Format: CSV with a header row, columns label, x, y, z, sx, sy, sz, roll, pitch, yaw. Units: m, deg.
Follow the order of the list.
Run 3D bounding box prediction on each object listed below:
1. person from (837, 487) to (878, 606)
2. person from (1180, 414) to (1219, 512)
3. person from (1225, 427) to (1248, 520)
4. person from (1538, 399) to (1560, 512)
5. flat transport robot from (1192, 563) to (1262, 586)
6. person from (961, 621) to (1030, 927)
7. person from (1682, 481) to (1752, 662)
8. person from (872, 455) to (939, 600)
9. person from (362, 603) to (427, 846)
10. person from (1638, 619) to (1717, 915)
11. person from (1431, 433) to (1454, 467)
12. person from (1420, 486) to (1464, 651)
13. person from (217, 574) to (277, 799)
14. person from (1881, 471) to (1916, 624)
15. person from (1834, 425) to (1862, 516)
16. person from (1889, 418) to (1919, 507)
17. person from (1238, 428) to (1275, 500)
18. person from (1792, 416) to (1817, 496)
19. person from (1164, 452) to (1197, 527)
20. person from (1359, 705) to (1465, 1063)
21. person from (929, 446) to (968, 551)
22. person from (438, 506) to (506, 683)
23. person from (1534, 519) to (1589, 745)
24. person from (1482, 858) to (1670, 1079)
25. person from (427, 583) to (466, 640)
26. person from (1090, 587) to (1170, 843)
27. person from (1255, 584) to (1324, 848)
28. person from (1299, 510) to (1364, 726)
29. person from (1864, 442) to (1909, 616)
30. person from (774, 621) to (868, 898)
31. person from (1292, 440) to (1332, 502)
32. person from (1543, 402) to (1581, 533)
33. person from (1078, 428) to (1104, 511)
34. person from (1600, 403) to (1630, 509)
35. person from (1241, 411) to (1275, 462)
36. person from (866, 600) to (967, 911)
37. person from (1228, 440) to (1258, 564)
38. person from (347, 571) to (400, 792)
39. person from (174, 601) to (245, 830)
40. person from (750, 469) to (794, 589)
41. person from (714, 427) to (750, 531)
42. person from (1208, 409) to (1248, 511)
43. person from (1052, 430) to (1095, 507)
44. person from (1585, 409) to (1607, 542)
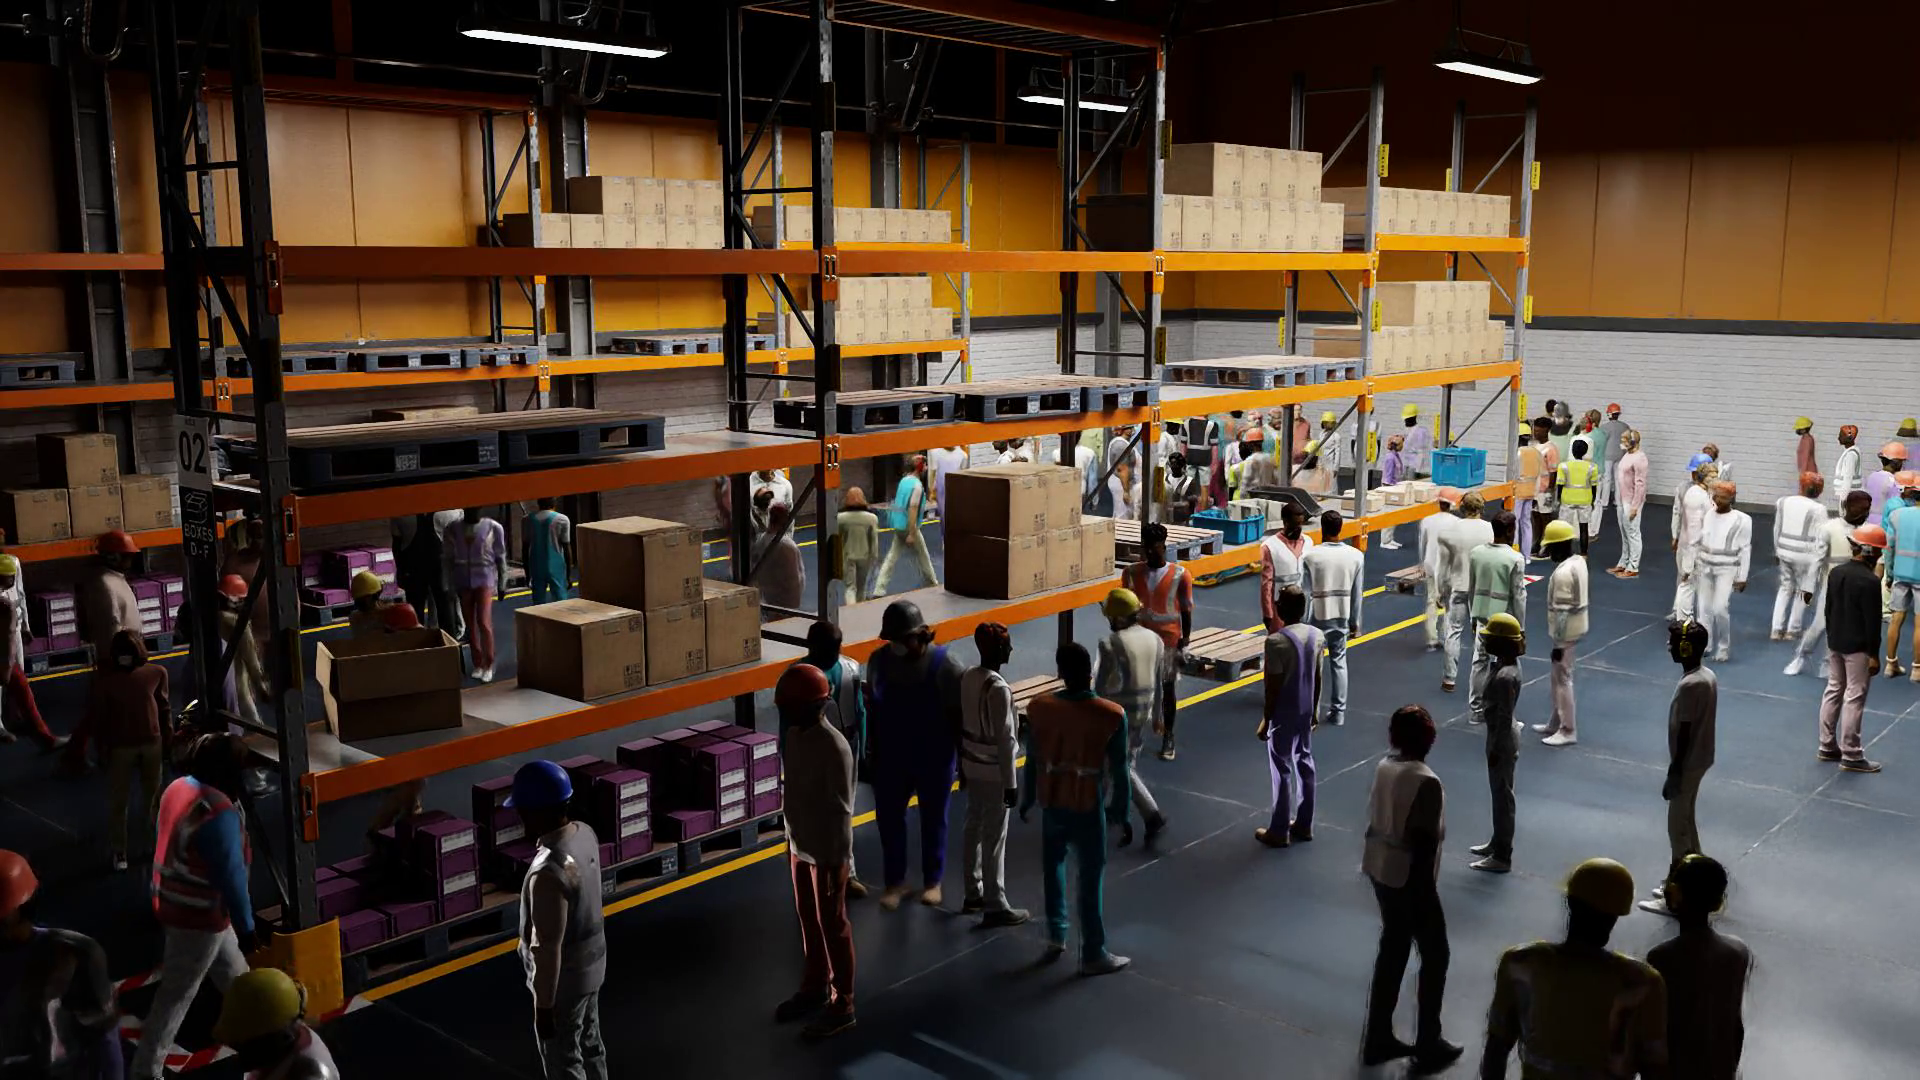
label,x,y,z,sx,sy,sz,roll,pitch,yaw
person,-1.144,0.224,18.259,0.497,1.611,0.702,-1,10,-7
person,3.677,-1.194,25.457,0.611,2.032,0.411,5,11,28
person,4.248,-0.917,25.102,0.537,1.583,0.931,0,10,1
person,9.622,-1.371,27.036,0.465,1.854,0.510,-5,11,-28
flat transport robot,3.248,0.363,21.392,0.652,0.197,1.431,8,12,40
person,0.190,1.427,10.239,0.355,1.883,0.574,-5,11,-27
person,7.686,0.333,16.863,0.353,1.875,0.610,-6,11,-33
person,-0.588,-0.130,19.826,1.045,1.777,0.570,-4,10,-25
person,-3.876,1.296,11.469,0.559,1.742,0.577,-7,12,-36
person,4.519,1.417,10.397,0.344,1.856,0.525,7,12,35
person,6.723,-0.693,23.309,0.315,1.741,0.492,2,10,11
person,5.109,0.291,17.436,0.555,1.731,0.596,-9,13,-42
person,-5.491,1.118,12.561,0.610,1.718,0.435,6,11,31
person,10.540,0.081,18.710,0.352,1.738,0.573,5,11,26
person,12.001,-0.623,22.512,0.351,1.878,0.569,5,11,30
person,14.142,-0.960,24.906,0.294,1.744,0.487,-7,12,-37
person,3.933,-0.526,21.896,0.879,1.893,0.544,9,13,42
person,12.777,-1.011,25.211,0.386,1.749,0.594,4,10,24
person,2.706,-0.265,20.887,0.531,1.698,0.320,5,11,28
person,2.311,1.754,8.531,0.568,1.792,0.656,-3,10,-17
person,-0.153,-0.667,22.989,0.516,1.810,0.933,1,10,5
person,-4.724,0.437,16.083,0.597,1.904,0.666,0,10,1
person,5.094,0.770,14.088,0.404,1.913,0.612,6,11,31
person,2.266,2.106,6.130,0.663,1.905,0.463,6,11,33
person,-5.484,0.155,17.669,0.602,1.937,0.409,0,10,-1
person,1.198,1.218,11.737,0.601,1.799,0.813,-8,12,-38
person,2.299,1.217,11.600,0.514,1.844,0.328,-6,11,-32
person,3.237,0.689,14.580,0.598,1.908,0.402,-3,10,-15
person,10.516,-0.102,18.925,0.410,2.035,0.608,0,10,-2
person,-0.858,1.403,10.554,0.634,1.831,0.429,-7,12,-37
person,4.213,-0.266,20.287,0.633,1.903,0.360,1,10,6
person,8.972,-1.101,24.859,0.706,2.000,0.991,6,11,31
person,2.082,-1.345,27.163,0.527,1.762,0.342,3,10,16
person,10.716,-1.377,27.362,0.562,1.752,0.324,-3,10,-17
person,4.306,-0.944,24.334,0.401,1.905,0.642,-5,11,-26
person,-0.275,1.322,10.394,0.692,2.000,0.628,2,10,12
person,3.825,-0.493,22.283,0.530,1.689,0.322,-3,10,-15
person,-4.436,1.084,12.713,0.534,1.742,0.474,4,10,21
person,-4.812,1.322,10.694,0.379,1.940,0.629,-3,10,-17
person,-2.216,-0.060,19.078,0.646,1.900,0.400,-2,10,-12
person,-2.680,-0.452,20.981,0.713,2.000,0.723,2,10,12
person,4.381,-1.396,27.109,0.583,1.874,0.631,1,10,7
person,1.534,-0.625,22.511,0.607,1.885,0.711,-1,10,-5
person,9.179,-0.937,24.182,0.371,1.940,0.627,7,12,36
